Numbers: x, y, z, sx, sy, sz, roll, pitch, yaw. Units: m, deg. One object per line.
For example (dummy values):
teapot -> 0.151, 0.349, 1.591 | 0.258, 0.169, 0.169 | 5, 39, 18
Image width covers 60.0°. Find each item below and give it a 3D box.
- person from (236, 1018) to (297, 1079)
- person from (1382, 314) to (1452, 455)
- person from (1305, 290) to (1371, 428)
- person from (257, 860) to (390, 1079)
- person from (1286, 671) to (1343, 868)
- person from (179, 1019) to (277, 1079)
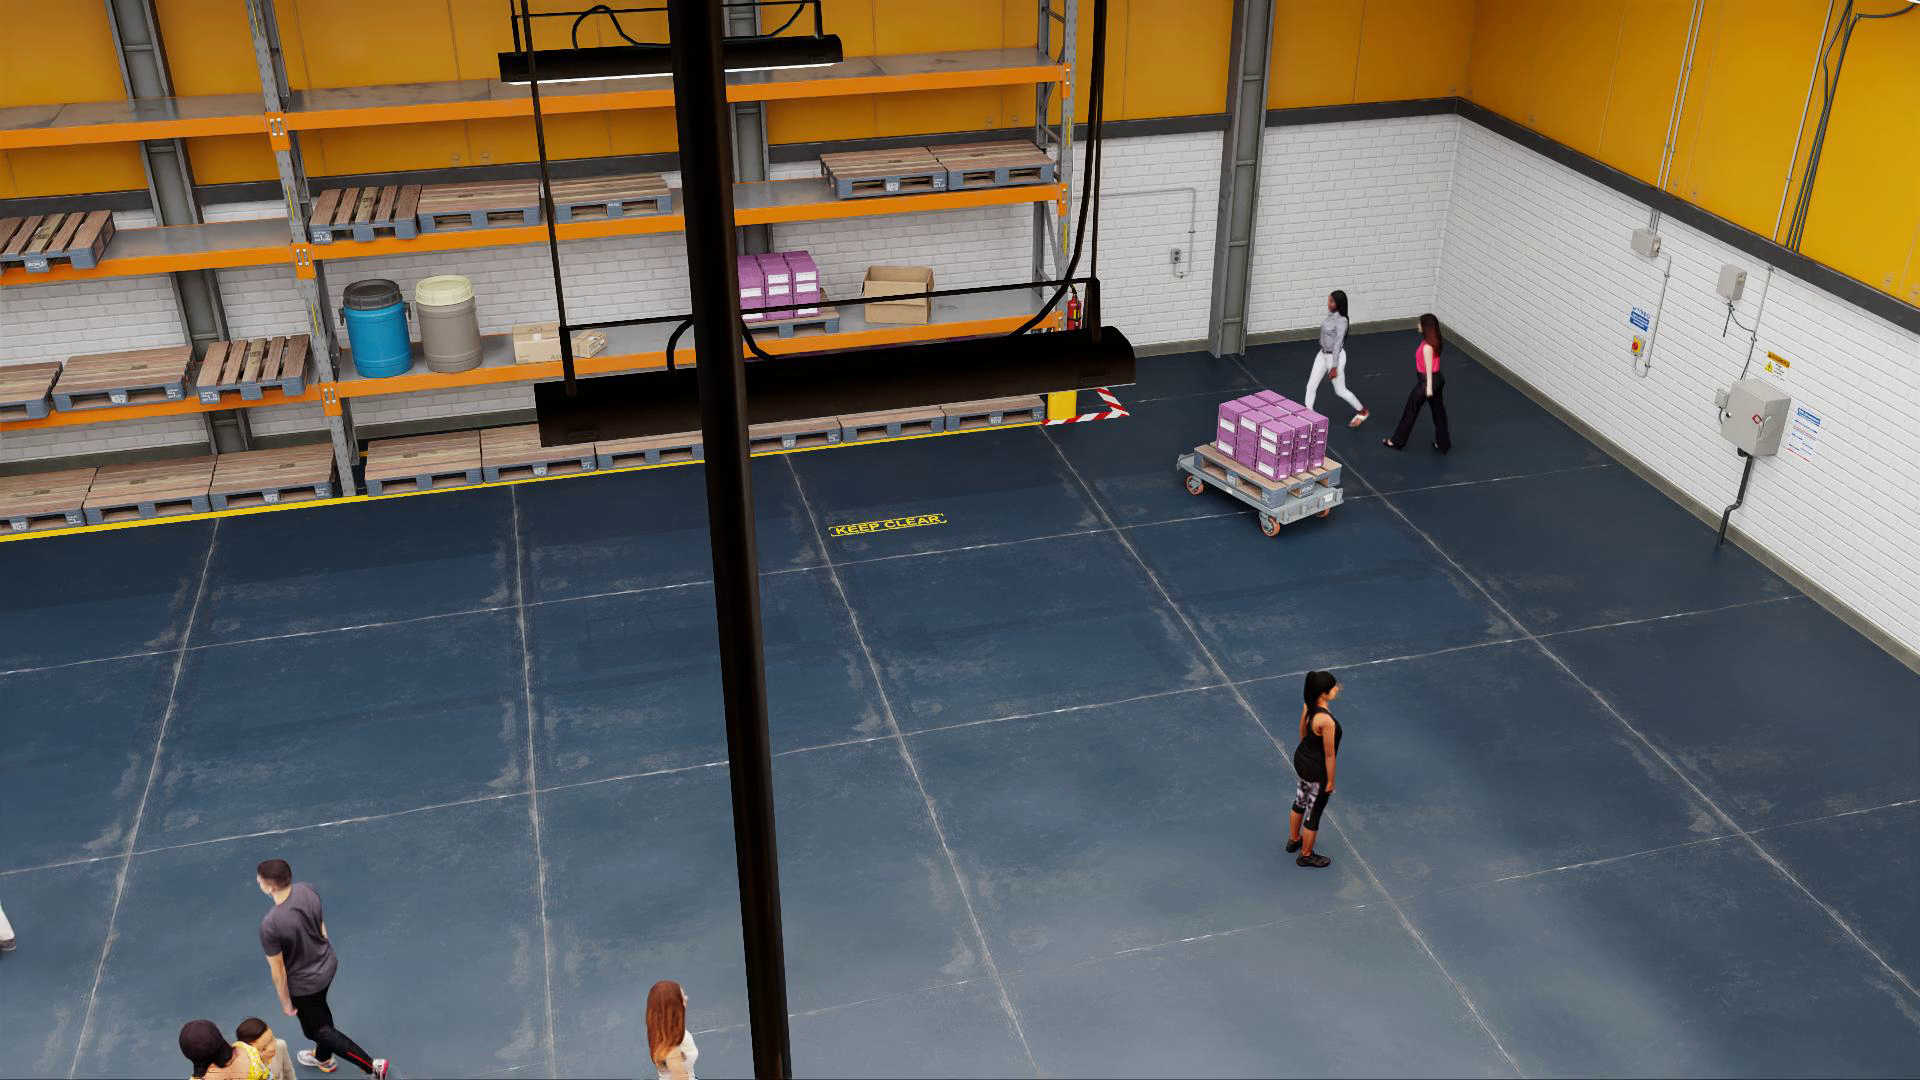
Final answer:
person -> -4.030, 3.266, 9.512 | 1.097, 1.428, 0.890 | 5, 29, 10
person -> 5.235, -1.688, 18.395 | 1.038, 1.619, 0.984 | 17, 33, 28
person -> 4.321, -2.016, 18.925 | 1.177, 1.686, 0.682 | -5, 29, -8
person -> -3.920, 2.704, 10.220 | 1.130, 1.737, 0.971 | 9, 30, 16
person -> 2.603, 1.657, 12.217 | 0.494, 1.661, 0.578 | -8, 30, -14
person -> -3.927, 3.327, 9.206 | 1.168, 1.613, 1.123 | 16, 33, 27
